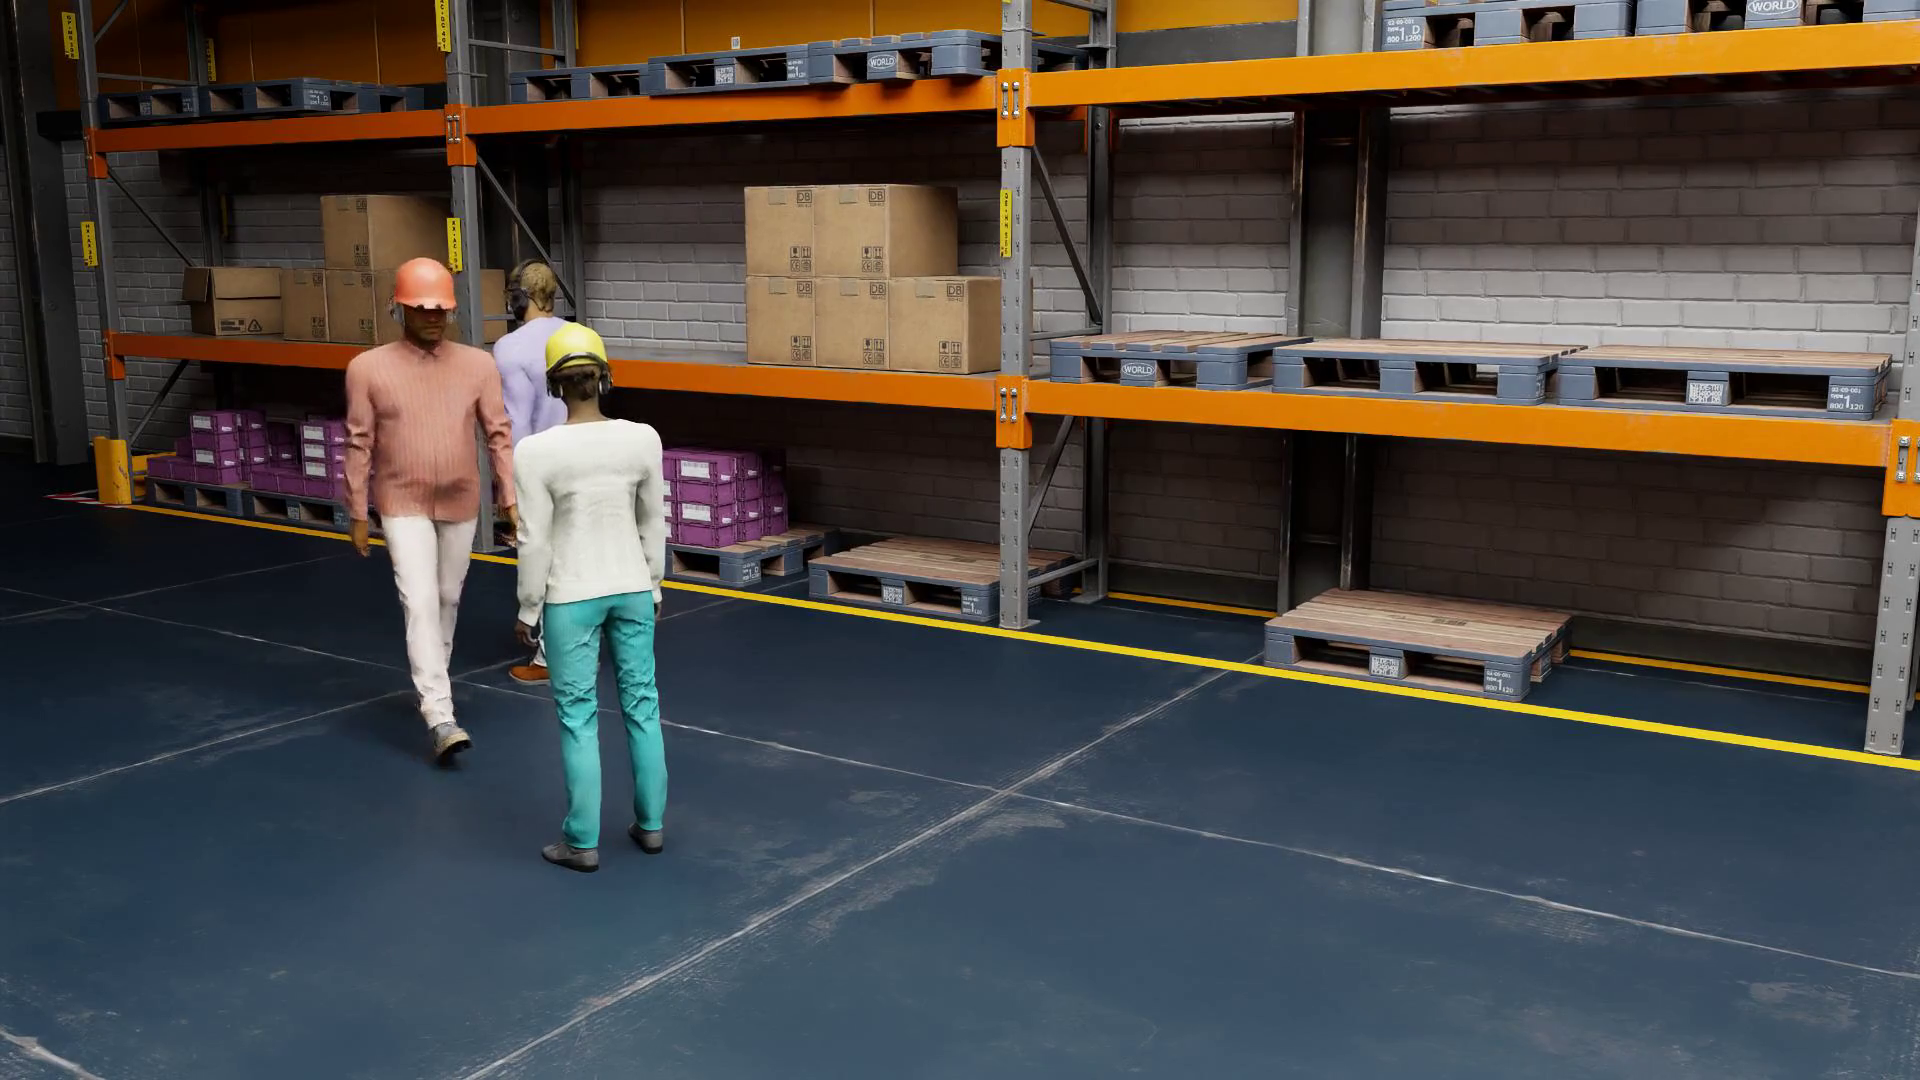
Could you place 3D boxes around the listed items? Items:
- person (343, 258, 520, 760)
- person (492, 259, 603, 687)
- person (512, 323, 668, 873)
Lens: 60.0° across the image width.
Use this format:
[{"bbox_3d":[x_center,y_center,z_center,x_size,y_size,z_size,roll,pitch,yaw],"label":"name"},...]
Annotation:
[{"bbox_3d":[-2.055,-0.127,6.581,0.639,1.940,1.000,-7,12,-33],"label":"person"},{"bbox_3d":[-1.885,-0.296,7.583,0.379,1.933,0.644,4,11,22],"label":"person"},{"bbox_3d":[-1.189,0.188,5.369,0.523,1.761,0.328,-8,13,-38],"label":"person"}]
